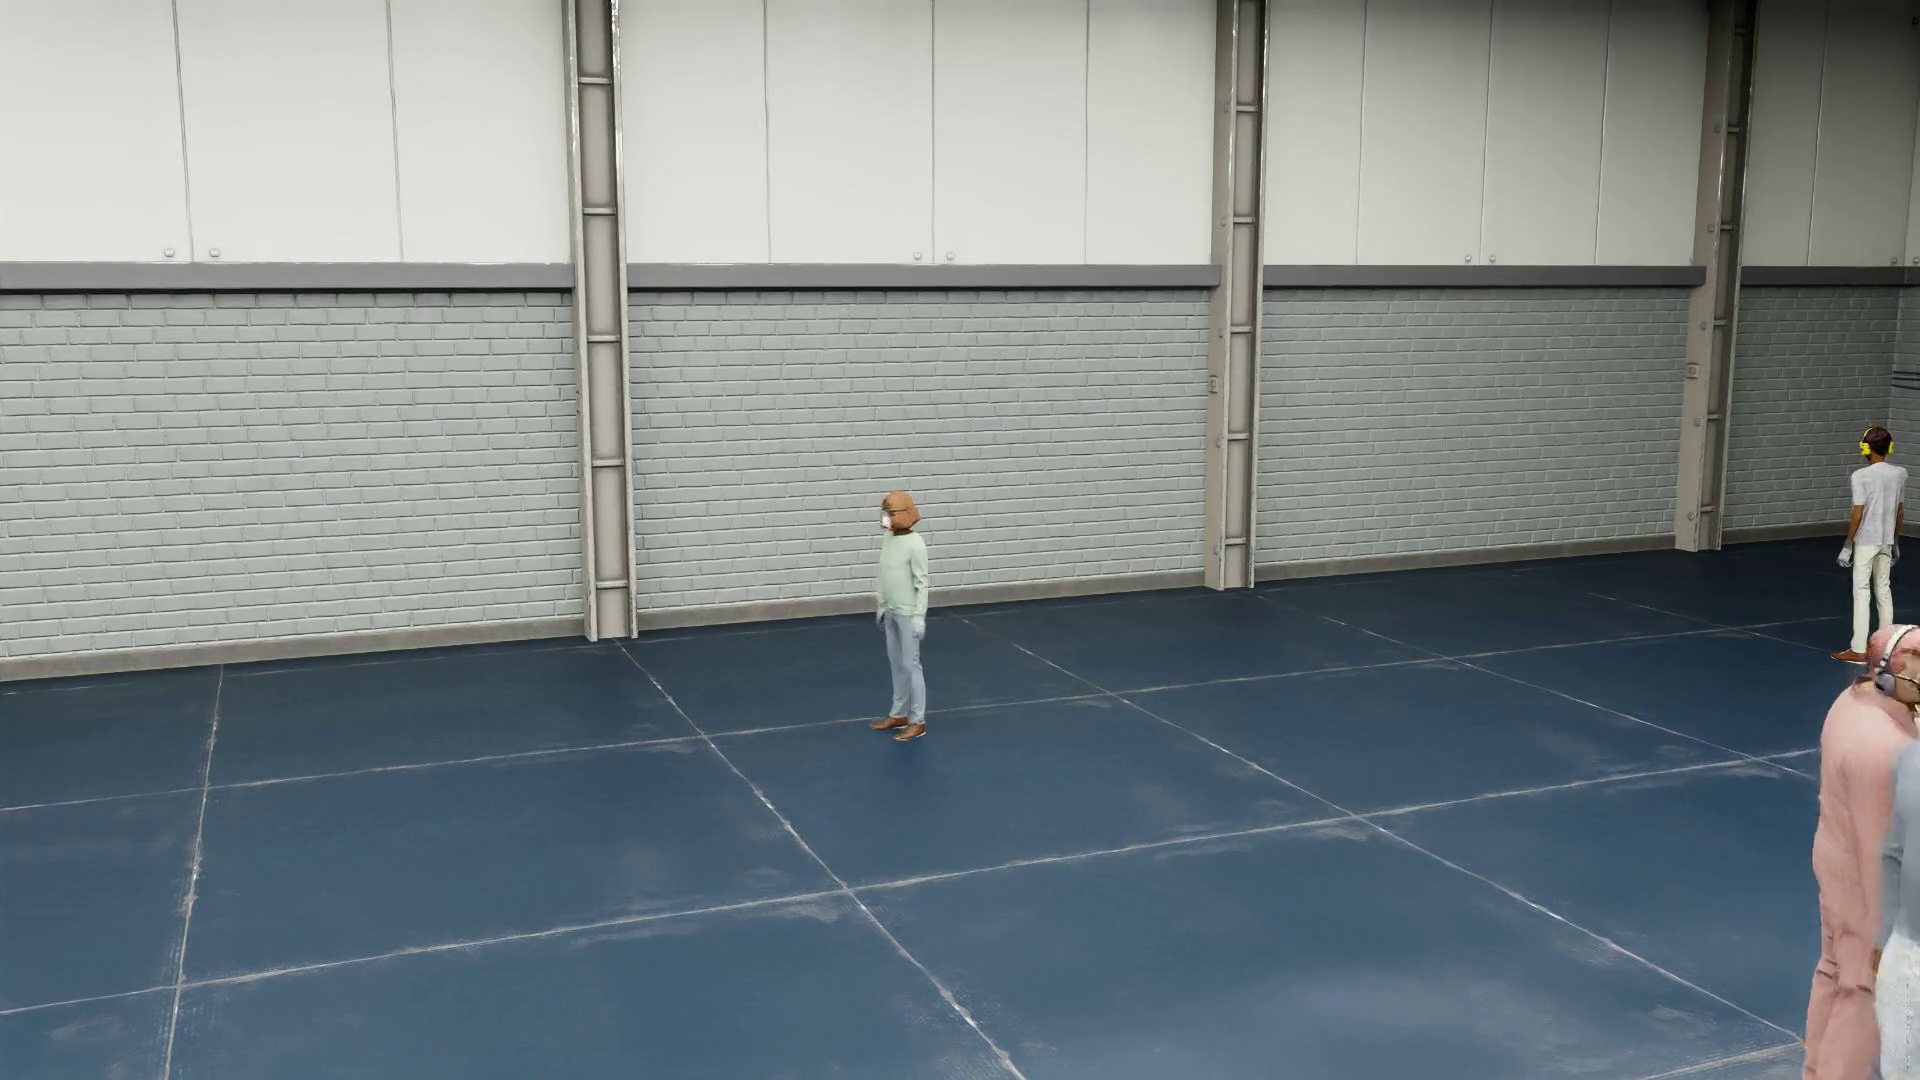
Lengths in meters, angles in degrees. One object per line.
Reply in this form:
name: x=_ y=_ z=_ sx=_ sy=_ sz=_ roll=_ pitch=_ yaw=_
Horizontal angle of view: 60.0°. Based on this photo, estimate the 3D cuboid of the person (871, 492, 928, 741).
person: x=-0.386 y=0.492 z=10.926 sx=0.269 sy=1.627 sz=0.532 roll=-6 pitch=11 yaw=-34

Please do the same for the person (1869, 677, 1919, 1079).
person: x=3.140 y=1.283 z=5.114 sx=0.730 sy=1.905 sz=0.645 roll=-2 pitch=9 yaw=-12

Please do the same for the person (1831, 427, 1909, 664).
person: x=7.113 y=0.044 z=12.998 sx=0.519 sy=1.865 sz=0.327 roll=-2 pitch=9 yaw=-14

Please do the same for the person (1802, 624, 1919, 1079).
person: x=3.138 y=1.199 z=5.727 sx=0.421 sy=1.881 sz=0.725 roll=3 pitch=10 yaw=19
